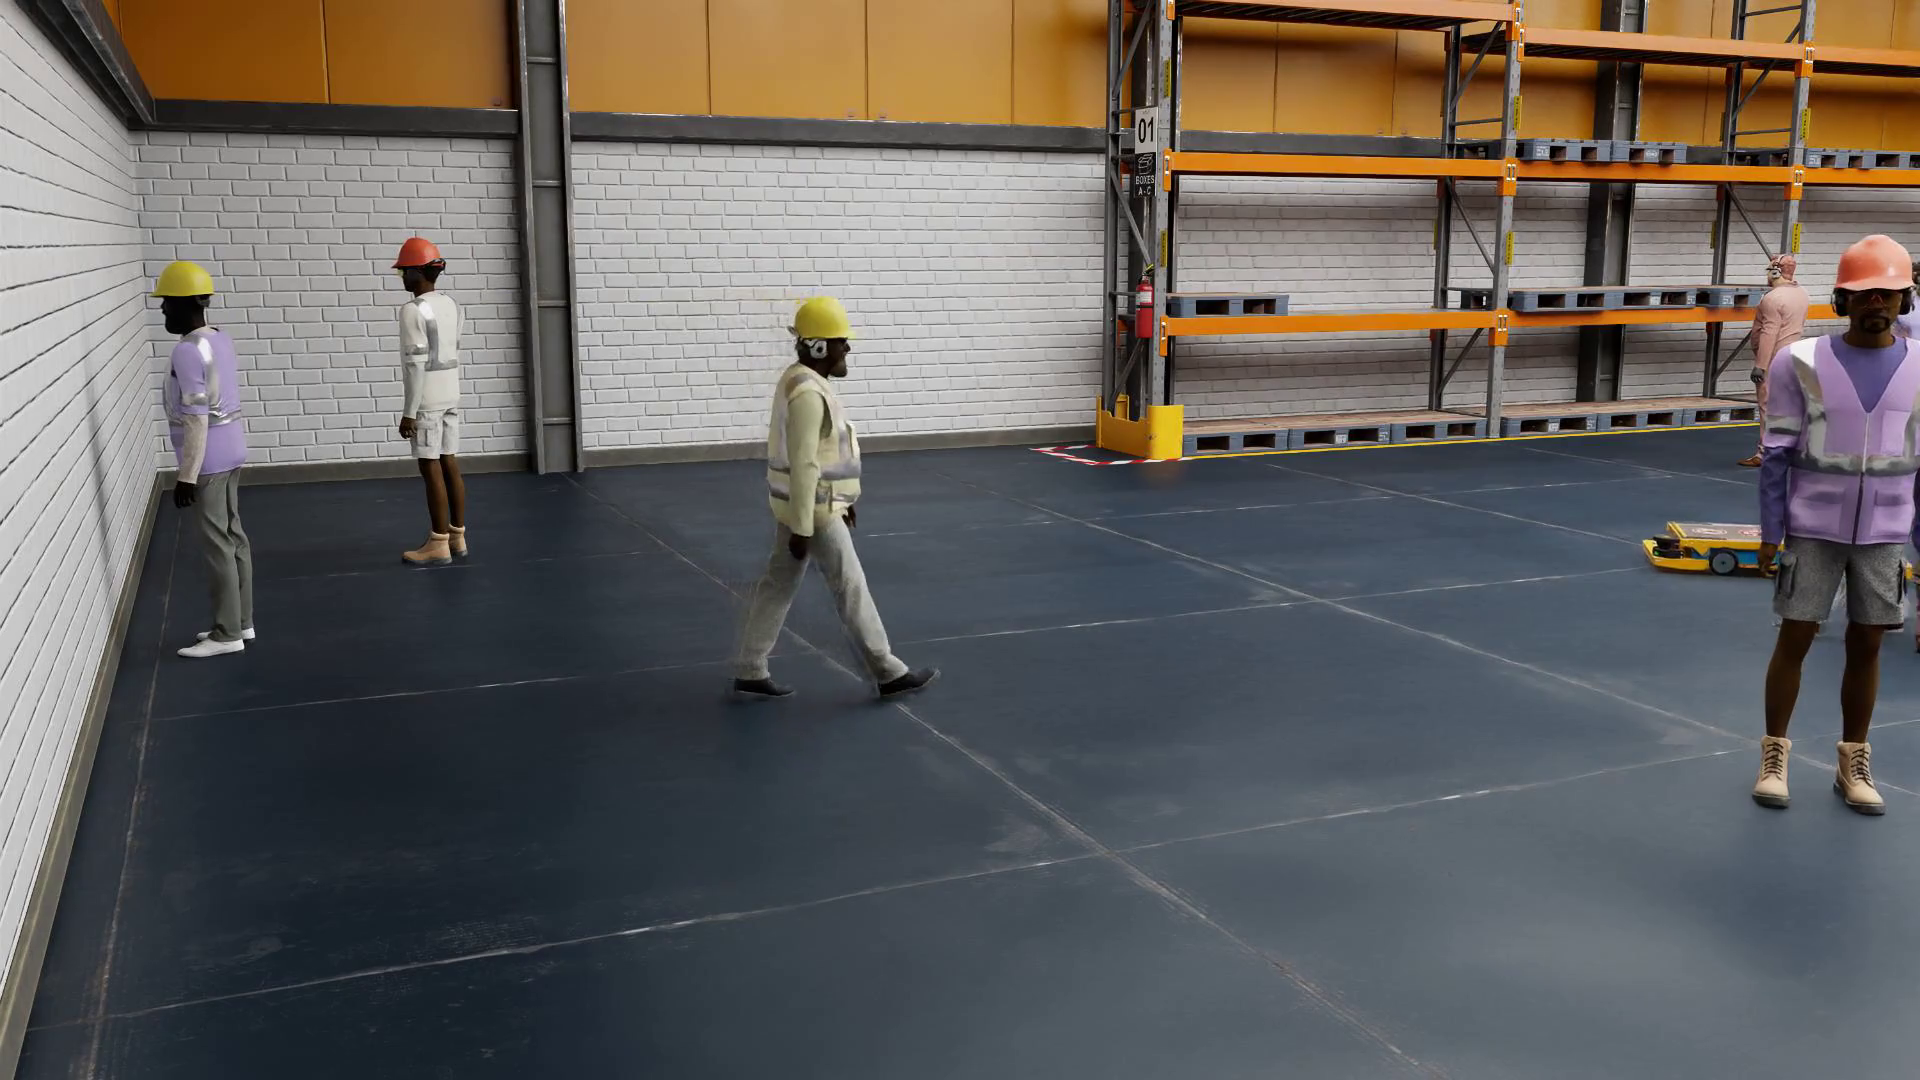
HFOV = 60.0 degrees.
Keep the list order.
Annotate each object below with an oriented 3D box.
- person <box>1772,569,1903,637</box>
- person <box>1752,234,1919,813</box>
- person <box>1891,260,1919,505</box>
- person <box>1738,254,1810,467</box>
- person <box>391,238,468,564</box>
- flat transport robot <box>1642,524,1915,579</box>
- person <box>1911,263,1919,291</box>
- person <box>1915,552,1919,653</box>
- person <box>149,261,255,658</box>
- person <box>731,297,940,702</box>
[{"bbox_3d":[4.562,-0.287,8.495,0.738,1.599,0.509,1,10,5],"label":"person"},{"bbox_3d":[3.150,-0.041,5.879,0.609,2.044,0.394,3,11,17],"label":"person"},{"bbox_3d":[7.314,-1.187,12.621,0.648,1.908,0.807,5,11,26],"label":"person"},{"bbox_3d":[7.321,-1.604,14.973,0.644,1.908,0.408,-8,13,-39],"label":"person"},{"bbox_3d":[-3.355,-0.868,10.489,0.371,2.044,0.607,2,10,9],"label":"person"},{"bbox_3d":[5.024,0.055,10.285,1.431,0.197,0.652,3,11,16],"label":"flat transport robot"},{"bbox_3d":[7.856,-1.367,13.816,0.780,1.838,0.544,4,11,20],"label":"person"},{"bbox_3d":[4.963,-0.367,8.150,0.509,1.905,0.671,2,10,10],"label":"person"},{"bbox_3d":[-3.699,-0.388,8.133,0.373,1.928,0.584,-1,10,-6],"label":"person"},{"bbox_3d":[-0.585,-0.157,7.253,0.927,1.782,0.602,-2,10,-12],"label":"person"}]
